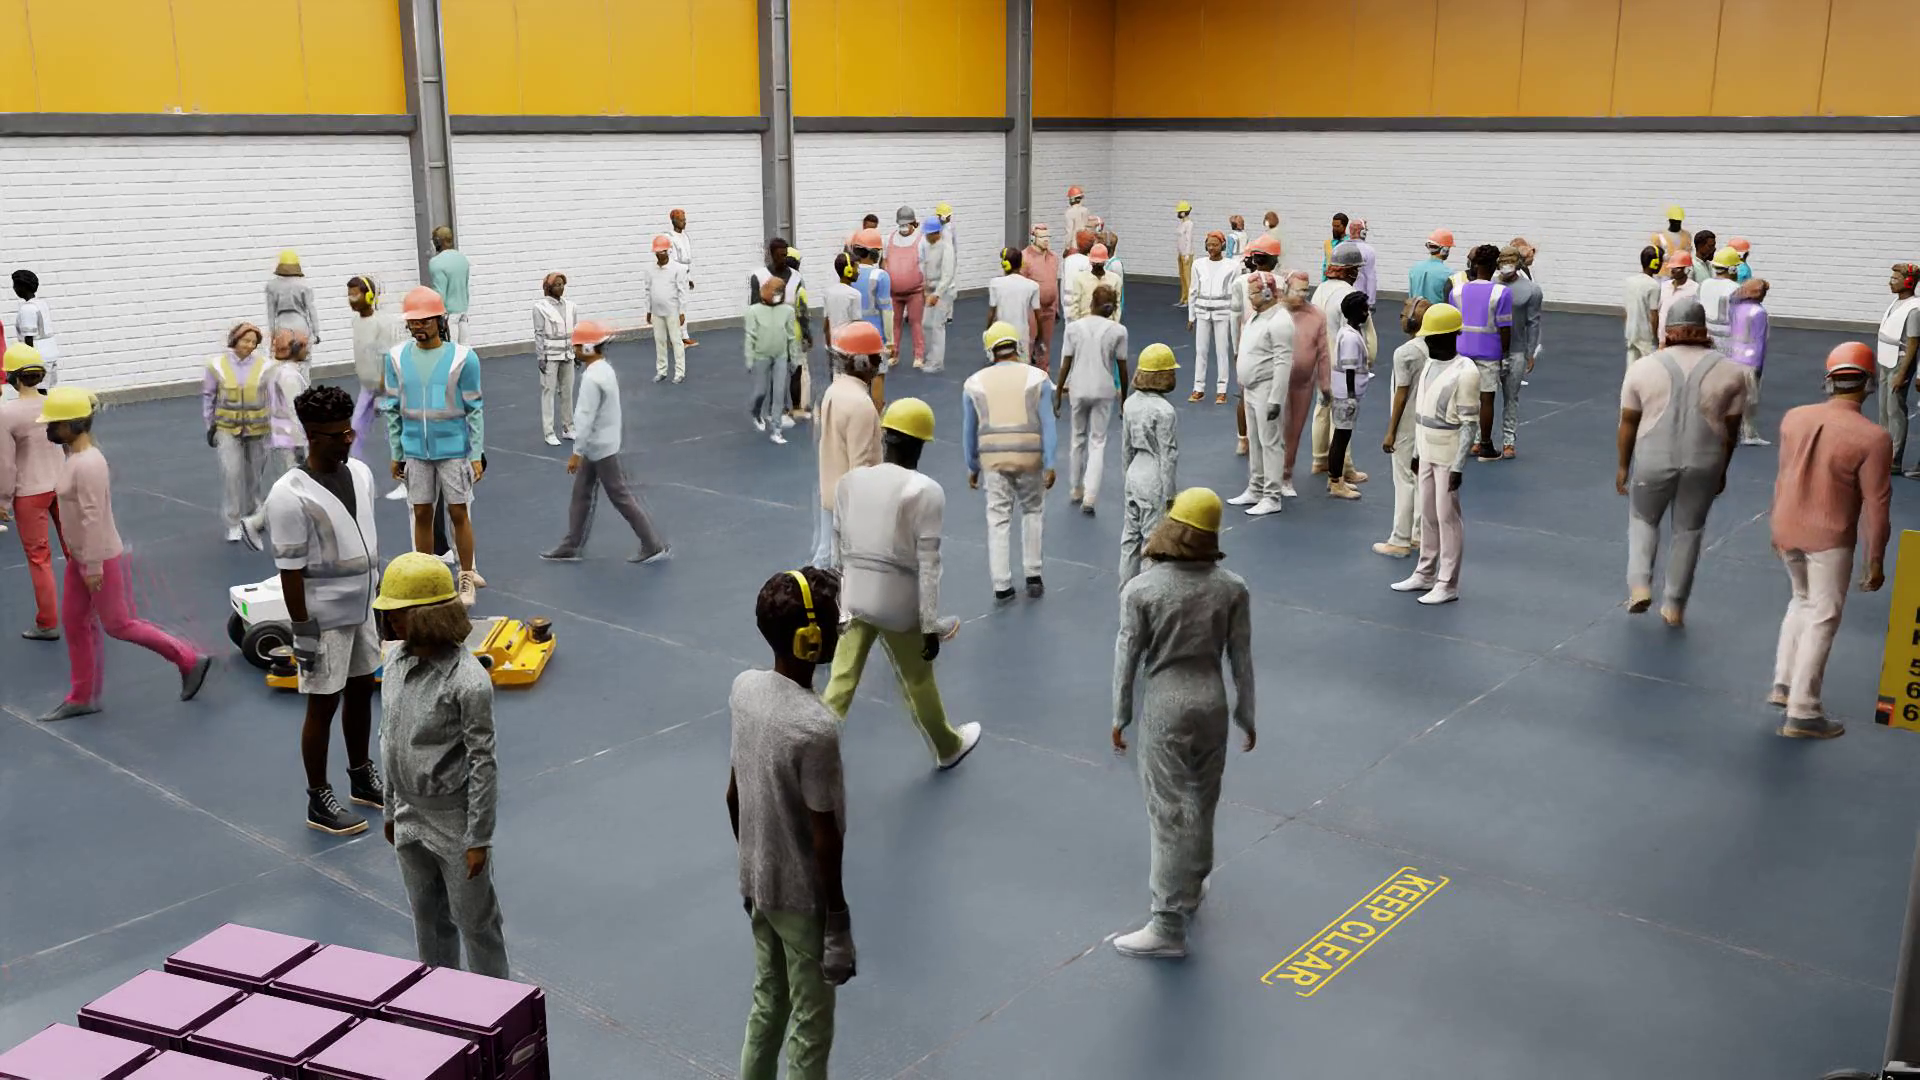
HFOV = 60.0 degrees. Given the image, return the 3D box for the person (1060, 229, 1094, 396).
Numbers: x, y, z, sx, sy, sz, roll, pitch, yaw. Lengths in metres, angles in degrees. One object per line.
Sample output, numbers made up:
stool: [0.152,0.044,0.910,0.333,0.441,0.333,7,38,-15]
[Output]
person: [1.342,-2.532,18.618,0.346,1.881,0.586,-9,17,-33]

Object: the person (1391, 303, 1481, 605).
person: [3.049,-0.545,10.601,0.381,1.919,0.584,-3,14,-13]

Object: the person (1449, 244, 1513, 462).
person: [4.716,-1.695,15.110,0.603,1.960,0.368,11,18,38]

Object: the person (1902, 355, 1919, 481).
person: [8.427,-1.451,14.202,0.546,1.930,0.380,-1,14,-2]

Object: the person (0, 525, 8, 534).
person: [-7.251,-0.826,12.173,0.317,1.695,0.540,-4,15,-16]

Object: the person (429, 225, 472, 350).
person: [-5.585,-2.472,18.260,0.351,1.936,0.634,4,15,15]

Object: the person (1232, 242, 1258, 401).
person: [3.220,-2.407,18.373,0.329,1.752,0.563,0,14,0]

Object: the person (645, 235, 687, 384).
person: [-3.489,-2.722,19.654,0.565,1.744,0.350,6,15,22]

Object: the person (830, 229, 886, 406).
person: [-1.117,-2.432,18.138,0.555,1.917,0.807,-10,17,-36]

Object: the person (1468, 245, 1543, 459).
person: [4.963,-1.716,15.238,0.630,1.940,0.371,6,15,22]

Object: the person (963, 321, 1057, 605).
person: [0.321,-0.495,10.701,0.616,1.772,0.640,2,14,8]

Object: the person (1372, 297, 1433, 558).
person: [3.186,-0.792,11.737,0.508,1.847,0.345,-11,18,-38]

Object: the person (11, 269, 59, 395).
person: [-8.704,-1.708,15.720,0.320,1.686,0.538,-3,14,-13]

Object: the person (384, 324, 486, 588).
person: [-3.385,-0.569,10.852,0.622,1.844,0.429,-11,18,-38]

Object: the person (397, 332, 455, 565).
person: [-3.684,-0.747,11.522,0.518,1.865,0.328,13,19,41]

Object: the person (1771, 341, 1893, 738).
person: [4.328,-0.007,8.357,0.544,1.958,0.679,-6,15,-22]

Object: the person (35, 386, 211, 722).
person: [-4.369,0.064,8.547,0.766,1.743,0.527,-10,17,-35]

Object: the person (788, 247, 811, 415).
person: [-1.757,-2.197,17.526,0.340,1.760,0.525,1,14,4]

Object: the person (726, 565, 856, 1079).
person: [-0.448,0.982,4.598,0.327,1.871,0.514,-10,17,-35]

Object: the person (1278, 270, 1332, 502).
person: [2.688,-1.236,13.458,0.635,1.875,0.650,-3,14,-13]

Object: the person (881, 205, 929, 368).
person: [-0.688,-3.183,20.892,0.675,2.000,0.536,4,15,15]

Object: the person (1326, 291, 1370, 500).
person: [3.185,-1.190,13.627,0.317,1.695,0.540,2,14,9]

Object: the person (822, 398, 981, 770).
person: [-0.327,0.286,7.499,0.597,1.810,1.136,8,16,29]

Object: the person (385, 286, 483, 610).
person: [-3.285,-0.562,10.414,0.604,2.044,0.375,0,14,1]

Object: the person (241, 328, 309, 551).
person: [-4.752,-0.672,11.707,0.570,1.615,0.534,-5,15,-18]

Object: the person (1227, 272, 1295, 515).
person: [2.362,-1.148,13.052,0.400,1.900,0.643,-2,14,-10]

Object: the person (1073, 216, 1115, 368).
person: [1.640,-3.040,20.582,0.407,1.911,0.655,-6,15,-23]

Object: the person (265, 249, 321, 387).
person: [-7.035,-2.207,17.614,0.515,1.729,0.361,-1,14,-3]

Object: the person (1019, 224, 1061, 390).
person: [0.909,-2.637,18.983,0.642,1.909,0.408,-12,19,-40]

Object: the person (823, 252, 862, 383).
person: [-1.040,-1.713,15.374,0.518,1.869,0.327,13,19,41]

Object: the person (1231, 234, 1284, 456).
person: [2.767,-1.765,15.223,0.607,2.044,0.375,10,17,35]

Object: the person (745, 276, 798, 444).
person: [-1.850,-1.762,16.108,0.513,1.609,0.640,-6,15,-22]

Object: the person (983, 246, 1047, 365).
person: [0.544,-1.950,16.344,0.648,1.851,0.401,-1,14,-3]

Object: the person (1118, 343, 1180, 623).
person: [1.162,-0.313,10.027,0.301,1.745,0.483,-7,16,-27]
